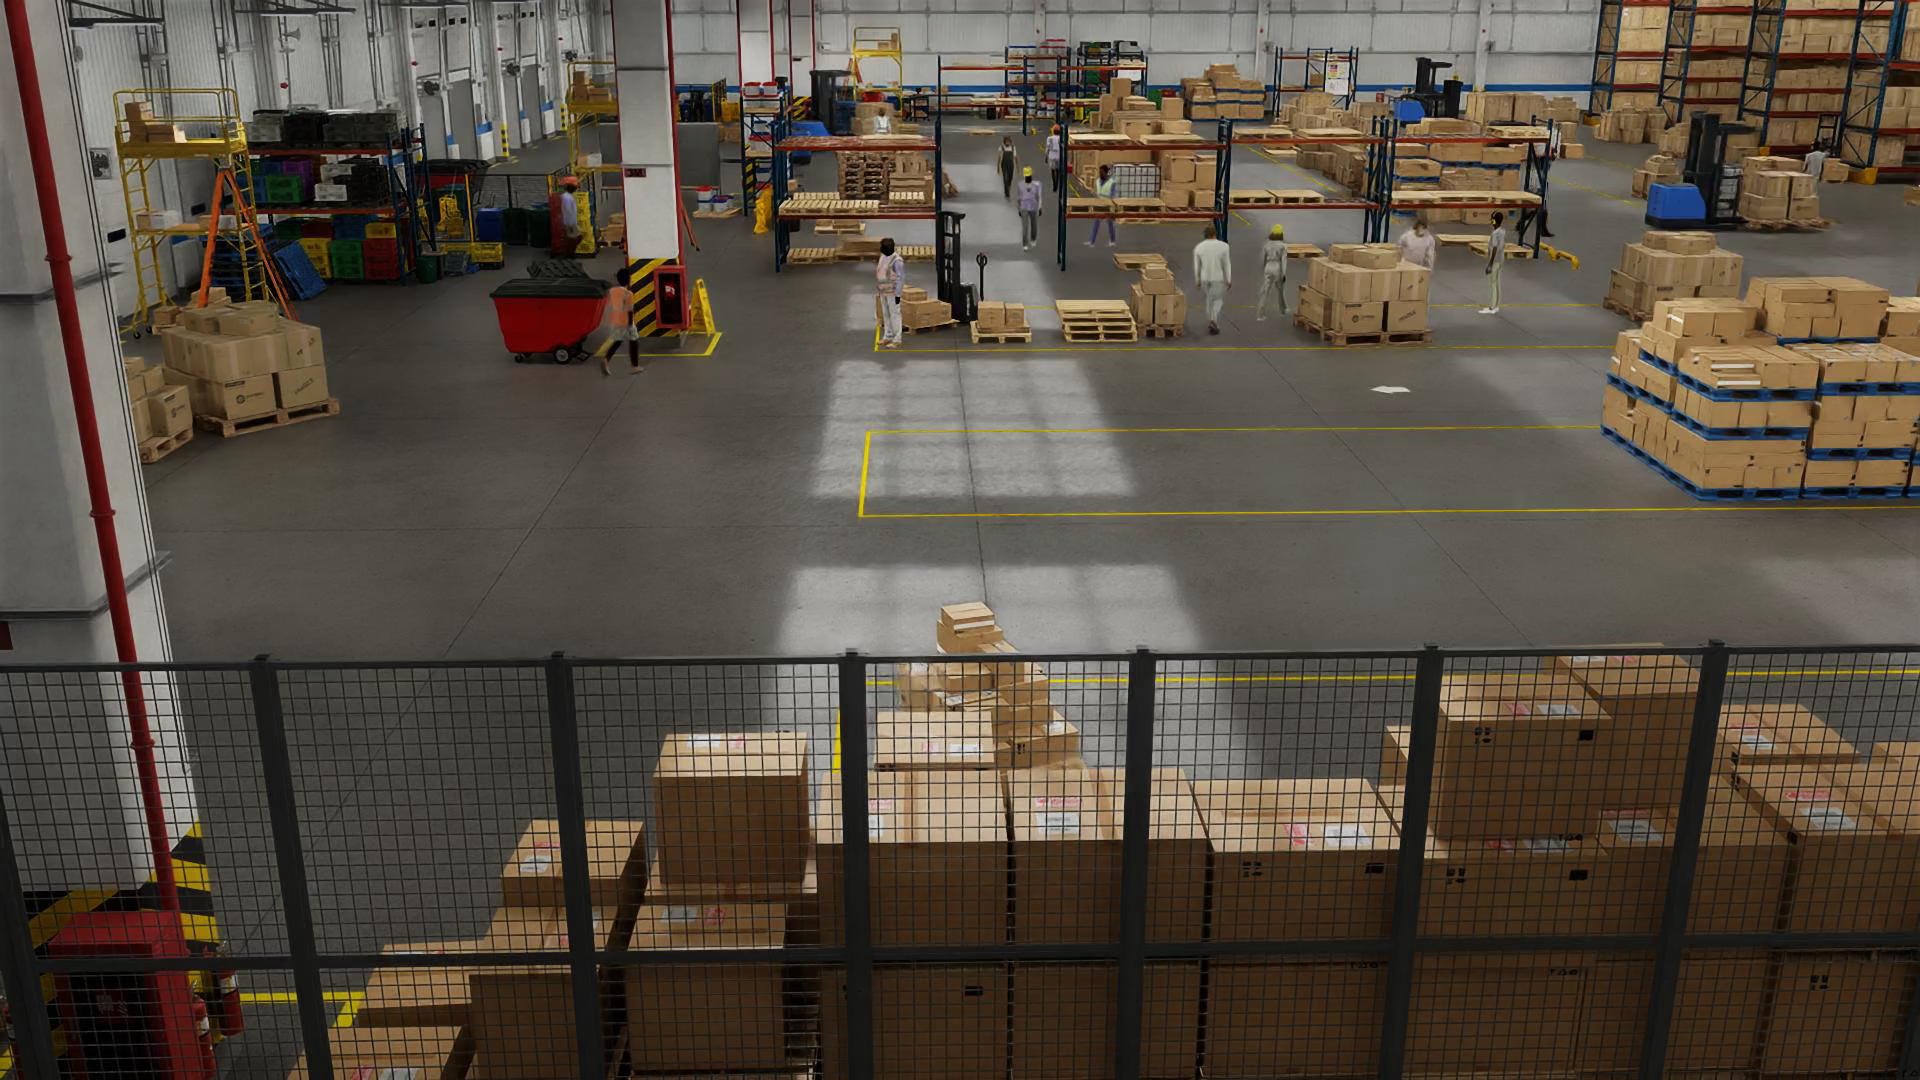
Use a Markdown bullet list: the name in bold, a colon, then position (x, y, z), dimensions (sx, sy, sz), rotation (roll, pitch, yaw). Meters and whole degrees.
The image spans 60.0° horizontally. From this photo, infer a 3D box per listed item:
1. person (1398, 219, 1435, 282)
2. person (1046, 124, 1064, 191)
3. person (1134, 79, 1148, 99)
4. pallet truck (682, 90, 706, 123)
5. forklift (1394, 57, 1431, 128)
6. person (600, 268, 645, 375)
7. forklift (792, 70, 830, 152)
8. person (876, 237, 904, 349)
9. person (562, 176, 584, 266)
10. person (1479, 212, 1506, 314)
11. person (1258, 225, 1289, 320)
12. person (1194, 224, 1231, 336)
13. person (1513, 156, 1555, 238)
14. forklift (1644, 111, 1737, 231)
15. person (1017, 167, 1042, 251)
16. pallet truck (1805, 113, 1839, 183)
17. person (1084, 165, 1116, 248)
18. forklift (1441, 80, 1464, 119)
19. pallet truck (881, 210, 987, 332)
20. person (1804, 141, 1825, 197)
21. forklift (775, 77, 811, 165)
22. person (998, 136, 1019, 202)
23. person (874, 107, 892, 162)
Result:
- **person**: position (8.158, -4.859, 29.885), dimensions (0.634, 1.852, 1.107), rotation (0, 19, 0)
- **person**: position (2.801, -11.126, 48.398), dimensions (0.548, 1.905, 0.912), rotation (-2, 19, -7)
- **person**: position (7.562, -18.330, 69.703), dimensions (0.633, 1.936, 0.355), rotation (-4, 19, -12)
- **pallet truck**: position (-9.671, -15.907, 62.421), dimensions (0.823, 1.965, 1.885), rotation (5, 19, 15)
- **forklift**: position (19.057, -18.498, 68.748), dimensions (1.873, 2.768, 1.129), rotation (-1, 19, -1)
- **person**: position (-5.251, -3.354, 25.677), dimensions (0.533, 1.669, 0.704), rotation (13, 22, 33)
- **forklift**: position (-4.981, -15.241, 59.083), dimensions (1.873, 2.768, 1.129), rotation (-10, 21, -28)
- **person**: position (-1.175, -4.113, 27.678), dimensions (0.428, 1.839, 0.631), rotation (-11, 22, -30)
- **person**: position (-8.276, -6.790, 35.507), dimensions (0.410, 1.909, 0.589), rotation (-1, 19, -2)
- **person**: position (9.793, -5.080, 30.510), dimensions (0.332, 1.865, 0.520), rotation (14, 23, 35)
- **person**: position (5.683, -4.839, 30.054), dimensions (0.511, 1.691, 0.919), rotation (13, 22, 33)
- **person**: position (4.337, -4.458, 28.595), dimensions (0.689, 1.905, 0.462), rotation (8, 20, 23)
- **person**: position (13.758, -8.201, 39.668), dimensions (0.918, 1.942, 0.609), rotation (5, 19, 14)
- **forklift**: position (18.028, -9.040, 40.688), dimensions (1.873, 2.768, 1.129), rotation (-1, 19, -2)
- **person**: position (1.583, -7.594, 37.958), dimensions (0.586, 1.879, 0.968), rotation (1, 19, 3)
- **pallet truck**: position (26.403, -11.957, 50.702), dimensions (0.823, 1.965, 1.885), rotation (6, 19, 16)
- **person**: position (3.274, -7.613, 38.017), dimensions (0.990, 1.861, 0.616), rotation (-17, 25, -41)
- **forklift**: position (15.644, -13.239, 53.146), dimensions (1.873, 2.768, 1.129), rotation (-1, 19, -1)
- **pallet truck**: position (-0.493, -4.759, 29.349), dimensions (1.885, 1.965, 0.823), rotation (-13, 23, -34)
- **person**: position (22.717, -9.690, 44.262), dimensions (0.527, 1.823, 0.990), rotation (5, 19, 14)
- **forklift**: position (-5.920, -13.893, 55.085), dimensions (1.873, 2.768, 1.129), rotation (-1, 19, -1)
- **person**: position (1.335, -10.368, 46.314), dimensions (0.580, 1.796, 0.956), rotation (-3, 19, -8)
- **person**: position (-2.579, -13.502, 55.540), dimensions (0.592, 1.830, 0.992), rotation (-11, 22, -30)
